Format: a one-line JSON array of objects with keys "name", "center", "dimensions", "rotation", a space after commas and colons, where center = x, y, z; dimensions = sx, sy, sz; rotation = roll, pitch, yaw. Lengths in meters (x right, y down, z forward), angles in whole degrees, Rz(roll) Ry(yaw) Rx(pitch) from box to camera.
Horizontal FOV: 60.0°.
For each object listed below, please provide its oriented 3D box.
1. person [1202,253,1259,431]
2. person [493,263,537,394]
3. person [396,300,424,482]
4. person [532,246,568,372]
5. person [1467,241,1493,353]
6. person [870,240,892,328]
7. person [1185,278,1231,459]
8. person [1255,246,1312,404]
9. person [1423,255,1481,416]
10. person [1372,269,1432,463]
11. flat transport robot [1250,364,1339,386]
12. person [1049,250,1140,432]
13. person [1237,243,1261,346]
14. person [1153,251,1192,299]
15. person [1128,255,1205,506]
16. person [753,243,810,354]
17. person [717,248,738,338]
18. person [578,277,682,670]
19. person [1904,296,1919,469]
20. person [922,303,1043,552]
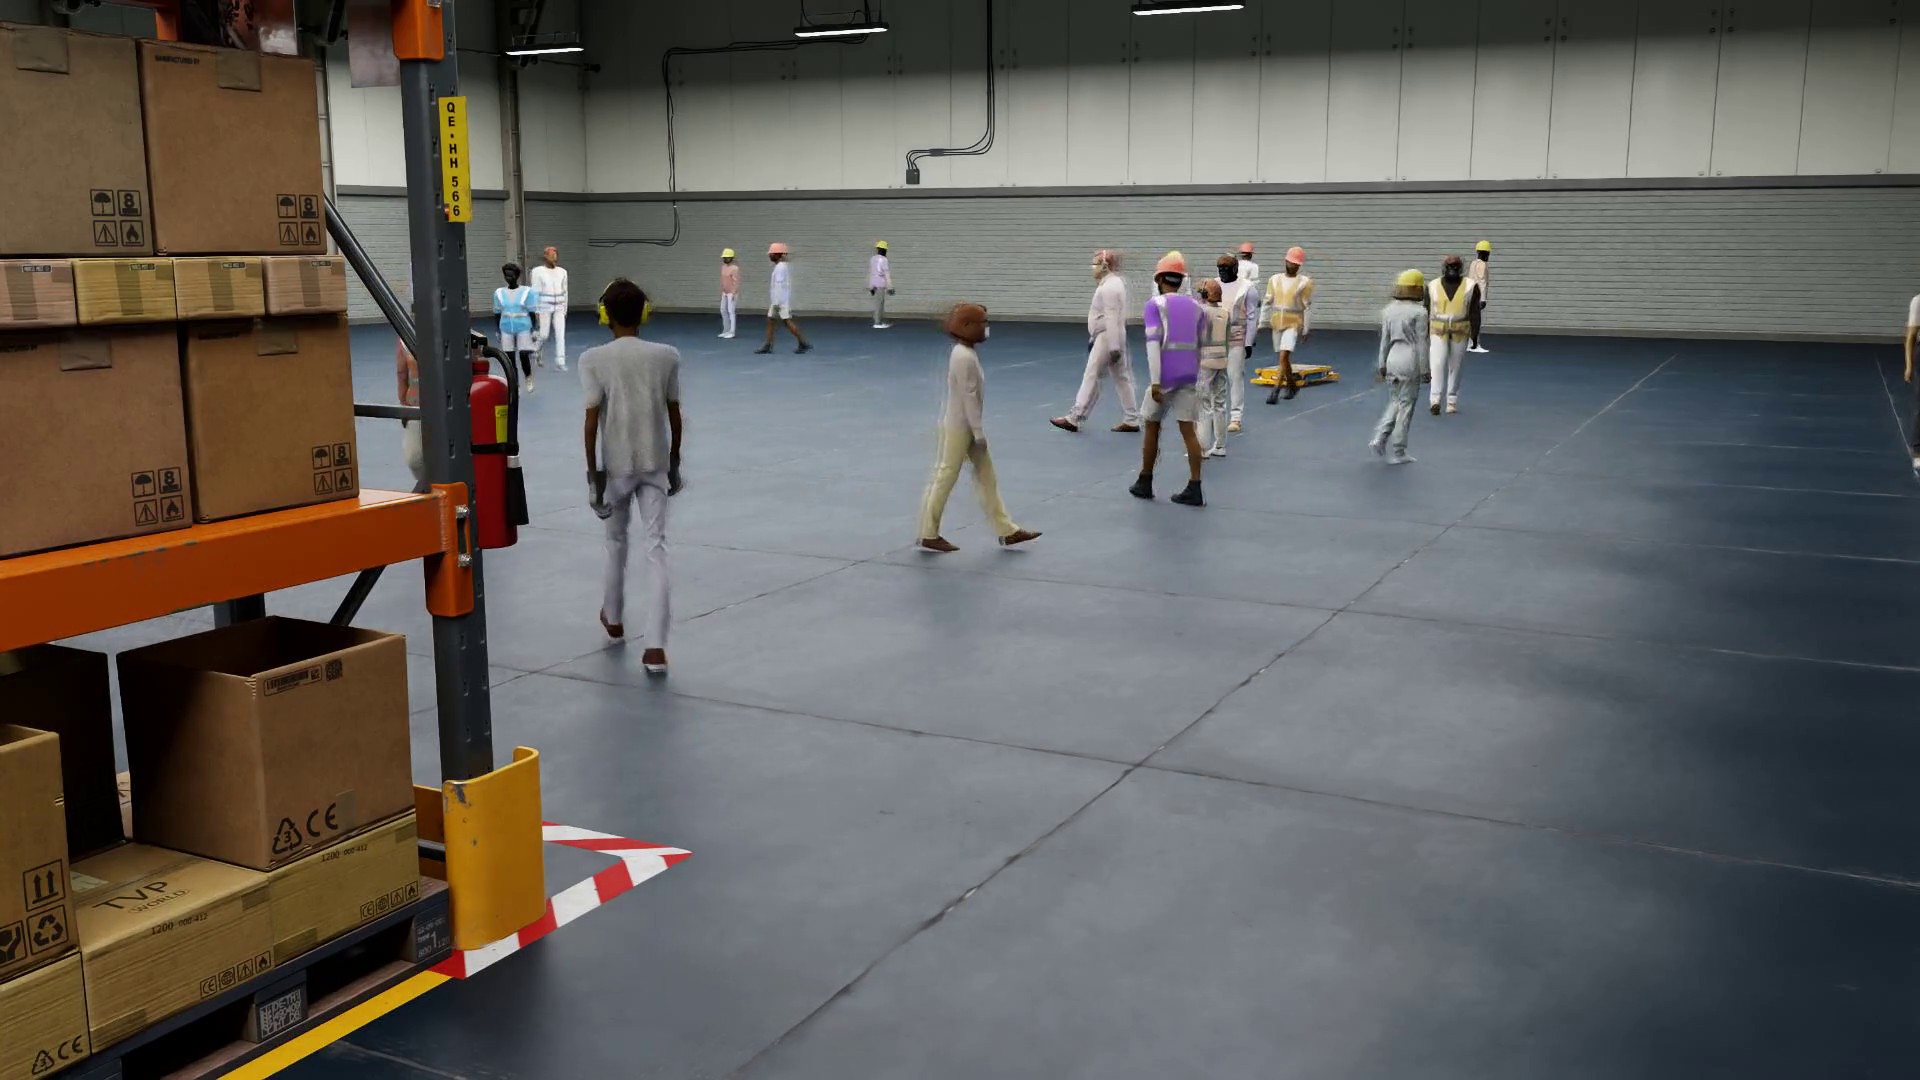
[{"name": "person", "center": [2.756, -2.045, 17.260], "dimensions": [0.621, 1.838, 0.429], "rotation": [7, 12, 32]}, {"name": "person", "center": [-5.534, -2.597, 20.676], "dimensions": [0.545, 1.680, 0.375], "rotation": [0, 10, 2]}, {"name": "person", "center": [-3.608, -0.868, 11.402], "dimensions": [0.531, 1.624, 0.370], "rotation": [0, 10, 2]}, {"name": "person", "center": [-6.148, -3.462, 24.922], "dimensions": [0.582, 1.862, 0.797], "rotation": [-7, 13, -35]}, {"name": "person", "center": [9.006, -4.209, 28.807], "dimensions": [0.377, 1.923, 0.595], "rotation": [0, 10, 0]}, {"name": "person", "center": [-1.735, -5.587, 36.364], "dimensions": [0.404, 1.926, 0.598], "rotation": [-6, 12, -31]}, {"name": "person", "center": [2.272, -1.553, 15.130], "dimensions": [0.513, 1.635, 0.311], "rotation": [-10, 14, -43]}, {"name": "person", "center": [3.973, -2.615, 20.197], "dimensions": [0.600, 1.899, 0.963], "rotation": [7, 13, 35]}, {"name": "person", "center": [5.503, -2.287, 18.683], "dimensions": [0.639, 1.784, 0.994], "rotation": [3, 11, 16]}, {"name": "person", "center": [3.970, -1.536, 14.789], "dimensions": [0.357, 1.729, 0.488], "rotation": [-6, 12, -29]}, {"name": "flat transport robot", "center": [4.575, -2.258, 22.687], "dimensions": [0.652, 0.197, 1.431], "rotation": [7, 13, 35]}, {"name": "person", "center": [1.414, -2.024, 17.073], "dimensions": [0.973, 1.861, 0.653], "rotation": [3, 11, 14]}, {"name": "person", "center": [5.100, -4.394, 29.921], "dimensions": [0.561, 1.895, 0.978], "rotation": [9, 14, 41]}, {"name": "person", "center": [3.149, -3.433, 24.920], "dimensions": [0.593, 1.800, 0.826], "rotation": [-4, 11, -22]}, {"name": "person", "center": [1.603, -1.221, 12.689], "dimensions": [0.582, 1.860, 0.916], "rotation": [-5, 11, -25]}, {"name": "person", "center": [-3.031, -4.115, 28.383], "dimensions": [0.949, 1.901, 0.553], "rotation": [-2, 11, -9]}, {"name": "person", "center": [-4.562, -4.860, 32.812], "dimensions": [0.364, 1.758, 0.565], "rotation": [-9, 13, -39]}, {"name": "person", "center": [-1.564, -0.332, 7.958], "dimensions": [0.505, 1.817, 0.990], "rotation": [-4, 11, -19]}, {"name": "person", "center": [8.334, -1.463, 14.154], "dimensions": [0.519, 1.808, 0.886], "rotation": [4, 11, 21]}, {"name": "person", "center": [0.131, -0.698, 10.553], "dimensions": [0.835, 1.587, 0.519], "rotation": [1, 10, 5]}]
